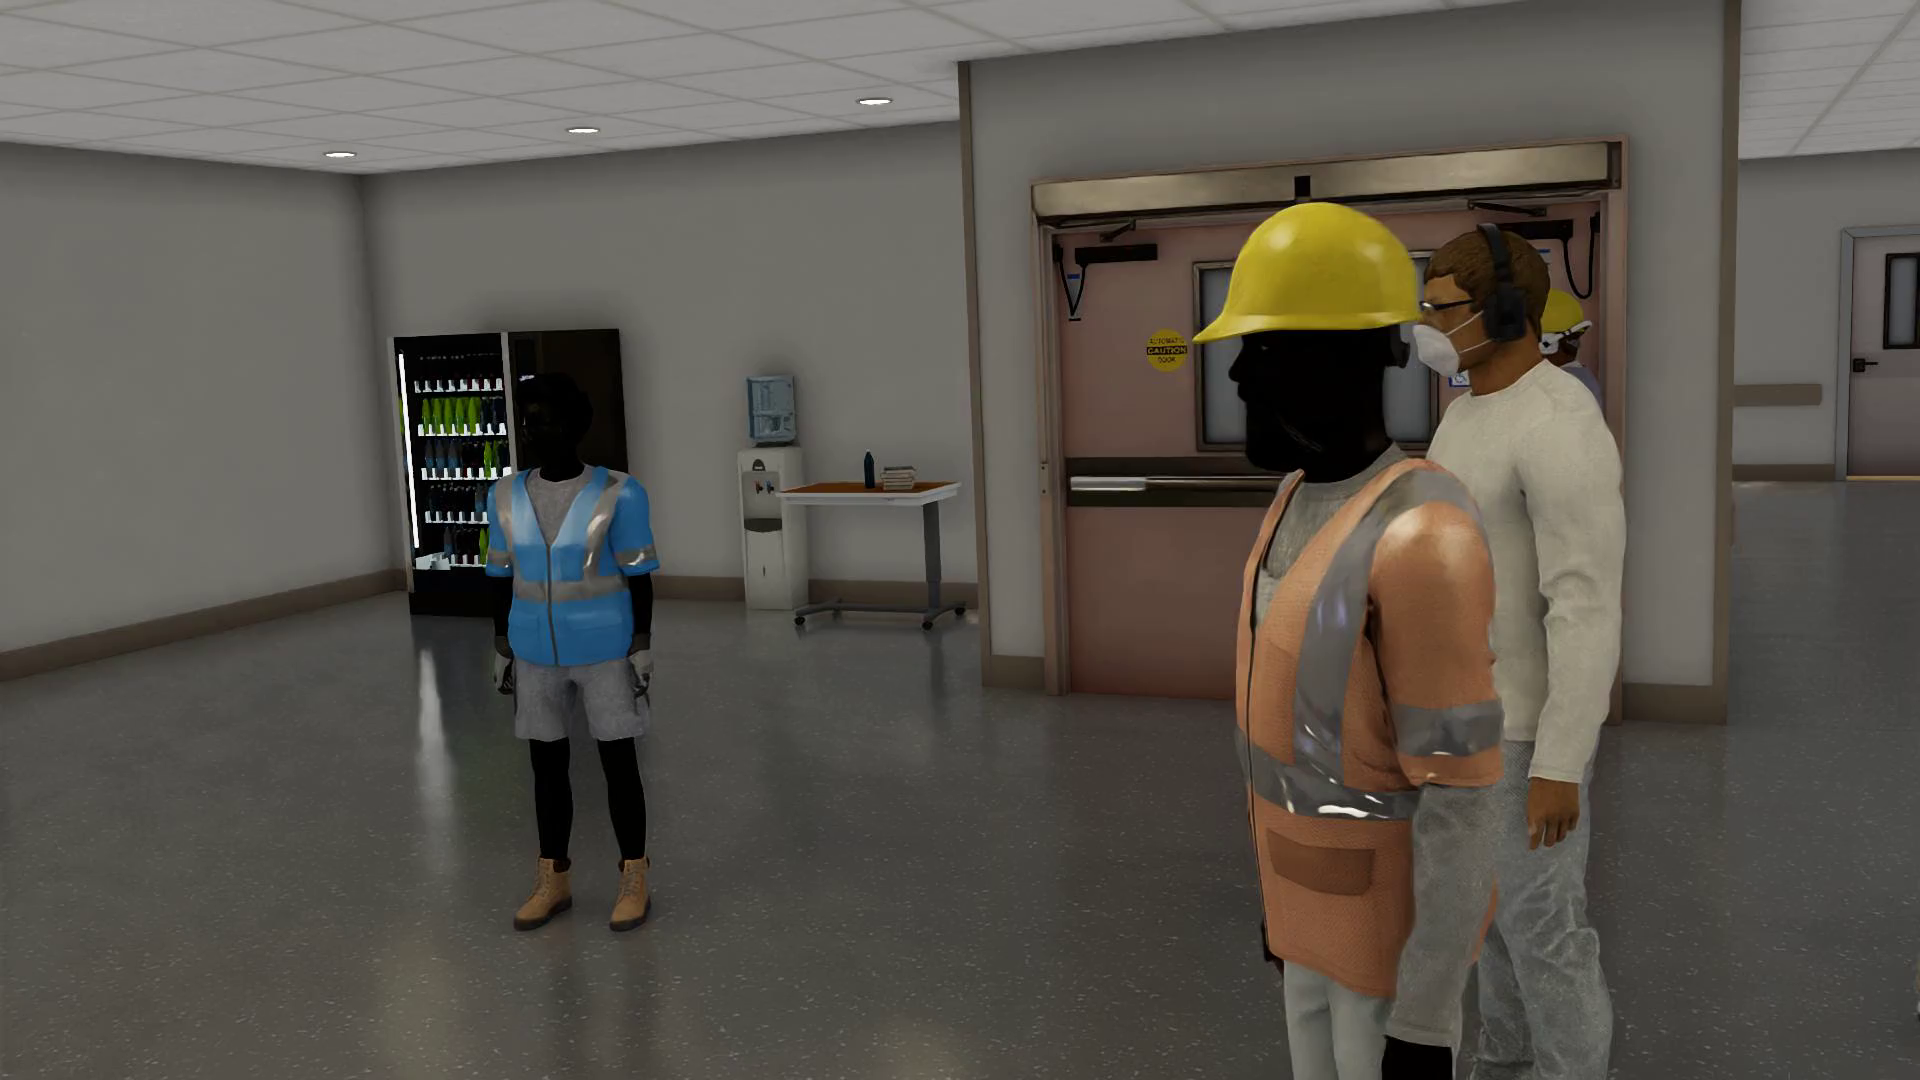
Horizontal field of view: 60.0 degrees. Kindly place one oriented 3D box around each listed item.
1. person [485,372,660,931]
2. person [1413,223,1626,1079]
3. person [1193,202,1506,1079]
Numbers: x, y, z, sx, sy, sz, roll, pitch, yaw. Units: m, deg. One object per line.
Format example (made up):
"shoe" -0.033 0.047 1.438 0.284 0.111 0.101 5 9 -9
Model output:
"person" -1.167 0.341 5.029 0.539 1.695 0.318 -1 8 10
"person" 1.070 0.363 3.245 0.354 1.936 0.635 -3 7 -2
"person" 0.531 0.515 2.282 0.385 1.928 0.589 -3 7 -5
